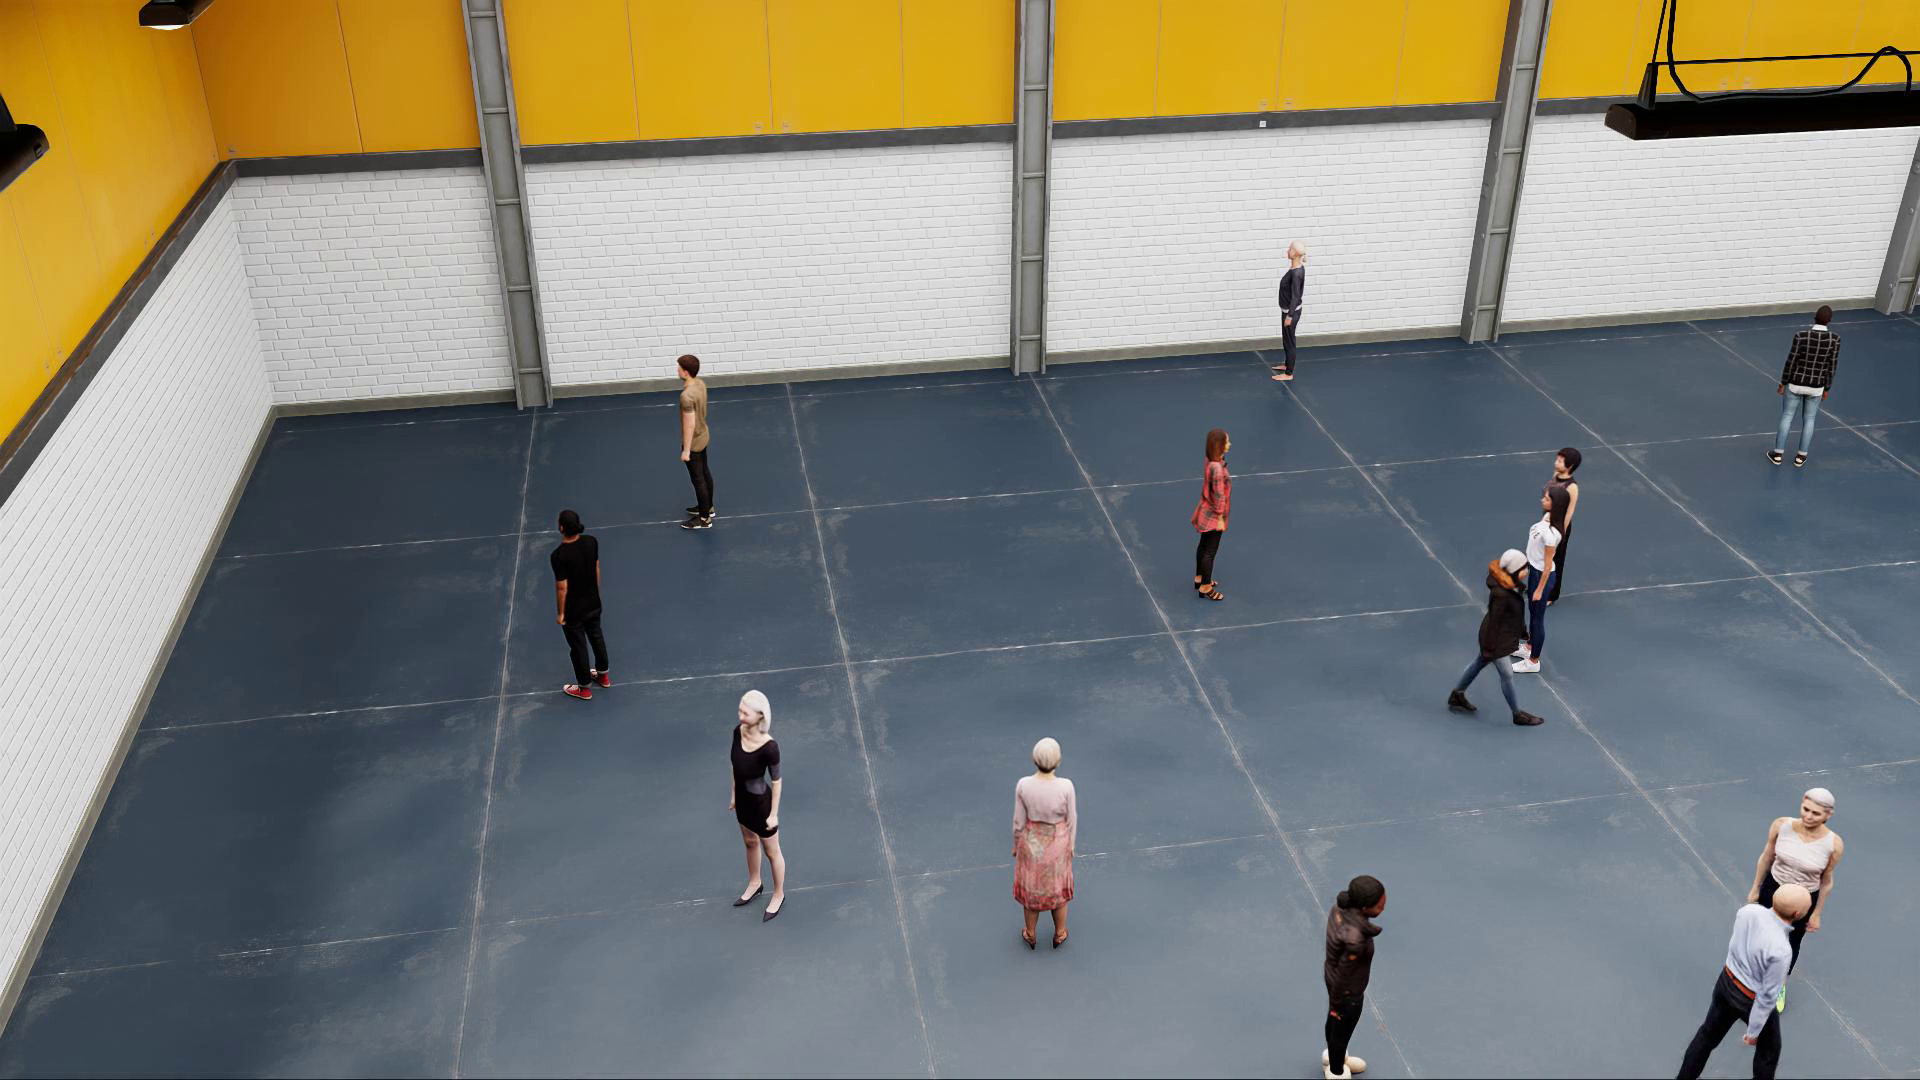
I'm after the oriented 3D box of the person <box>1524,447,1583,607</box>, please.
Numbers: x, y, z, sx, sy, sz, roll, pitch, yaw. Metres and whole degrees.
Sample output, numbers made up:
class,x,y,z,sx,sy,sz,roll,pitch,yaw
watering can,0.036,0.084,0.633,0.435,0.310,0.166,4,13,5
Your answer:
class,x,y,z,sx,sy,sz,roll,pitch,yaw
person,5.533,-0.128,15.416,0.530,1.603,0.591,-2,29,-4

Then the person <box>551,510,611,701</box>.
class,x,y,z,sx,sy,sz,roll,pitch,yaw
person,-3.212,0.527,14.052,0.785,1.758,0.726,18,34,30

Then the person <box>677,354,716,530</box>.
class,x,y,z,sx,sy,sz,roll,pitch,yaw
person,-2.669,-1.008,16.768,0.656,1.852,0.715,2,29,4

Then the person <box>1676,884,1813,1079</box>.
class,x,y,z,sx,sy,sz,roll,pitch,yaw
person,4.610,2.772,9.940,0.982,1.756,0.681,-7,29,-13

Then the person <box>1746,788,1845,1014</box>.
class,x,y,z,sx,sy,sz,roll,pitch,yaw
person,5.408,2.312,10.840,0.676,1.702,0.729,20,34,32

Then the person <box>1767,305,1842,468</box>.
class,x,y,z,sx,sy,sz,roll,pitch,yaw
person,9.165,-1.674,18.023,0.665,1.821,0.801,8,30,15

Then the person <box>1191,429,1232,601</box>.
class,x,y,z,sx,sy,sz,roll,pitch,yaw
person,2.360,-0.254,15.543,0.579,1.703,0.630,-2,29,-3

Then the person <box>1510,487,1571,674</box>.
class,x,y,z,sx,sy,sz,roll,pitch,yaw
person,5.039,0.335,14.387,0.658,1.774,0.663,7,29,13

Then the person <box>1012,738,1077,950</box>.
class,x,y,z,sx,sy,sz,roll,pitch,yaw
person,0.574,2.078,11.281,0.587,1.690,0.704,2,29,3

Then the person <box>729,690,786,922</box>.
class,x,y,z,sx,sy,sz,roll,pitch,yaw
person,-1.413,1.833,11.583,0.647,1.830,0.698,20,34,32

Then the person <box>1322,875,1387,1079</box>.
class,x,y,z,sx,sy,sz,roll,pitch,yaw
person,2.342,2.711,10.153,0.609,1.659,0.665,-5,29,-8

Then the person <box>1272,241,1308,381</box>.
class,x,y,z,sx,sy,sz,roll,pitch,yaw
person,4.029,-2.807,20.199,0.638,1.726,0.668,5,29,10

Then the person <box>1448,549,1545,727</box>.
class,x,y,z,sx,sy,sz,roll,pitch,yaw
person,4.380,0.782,13.754,1.115,1.596,0.984,13,31,23
